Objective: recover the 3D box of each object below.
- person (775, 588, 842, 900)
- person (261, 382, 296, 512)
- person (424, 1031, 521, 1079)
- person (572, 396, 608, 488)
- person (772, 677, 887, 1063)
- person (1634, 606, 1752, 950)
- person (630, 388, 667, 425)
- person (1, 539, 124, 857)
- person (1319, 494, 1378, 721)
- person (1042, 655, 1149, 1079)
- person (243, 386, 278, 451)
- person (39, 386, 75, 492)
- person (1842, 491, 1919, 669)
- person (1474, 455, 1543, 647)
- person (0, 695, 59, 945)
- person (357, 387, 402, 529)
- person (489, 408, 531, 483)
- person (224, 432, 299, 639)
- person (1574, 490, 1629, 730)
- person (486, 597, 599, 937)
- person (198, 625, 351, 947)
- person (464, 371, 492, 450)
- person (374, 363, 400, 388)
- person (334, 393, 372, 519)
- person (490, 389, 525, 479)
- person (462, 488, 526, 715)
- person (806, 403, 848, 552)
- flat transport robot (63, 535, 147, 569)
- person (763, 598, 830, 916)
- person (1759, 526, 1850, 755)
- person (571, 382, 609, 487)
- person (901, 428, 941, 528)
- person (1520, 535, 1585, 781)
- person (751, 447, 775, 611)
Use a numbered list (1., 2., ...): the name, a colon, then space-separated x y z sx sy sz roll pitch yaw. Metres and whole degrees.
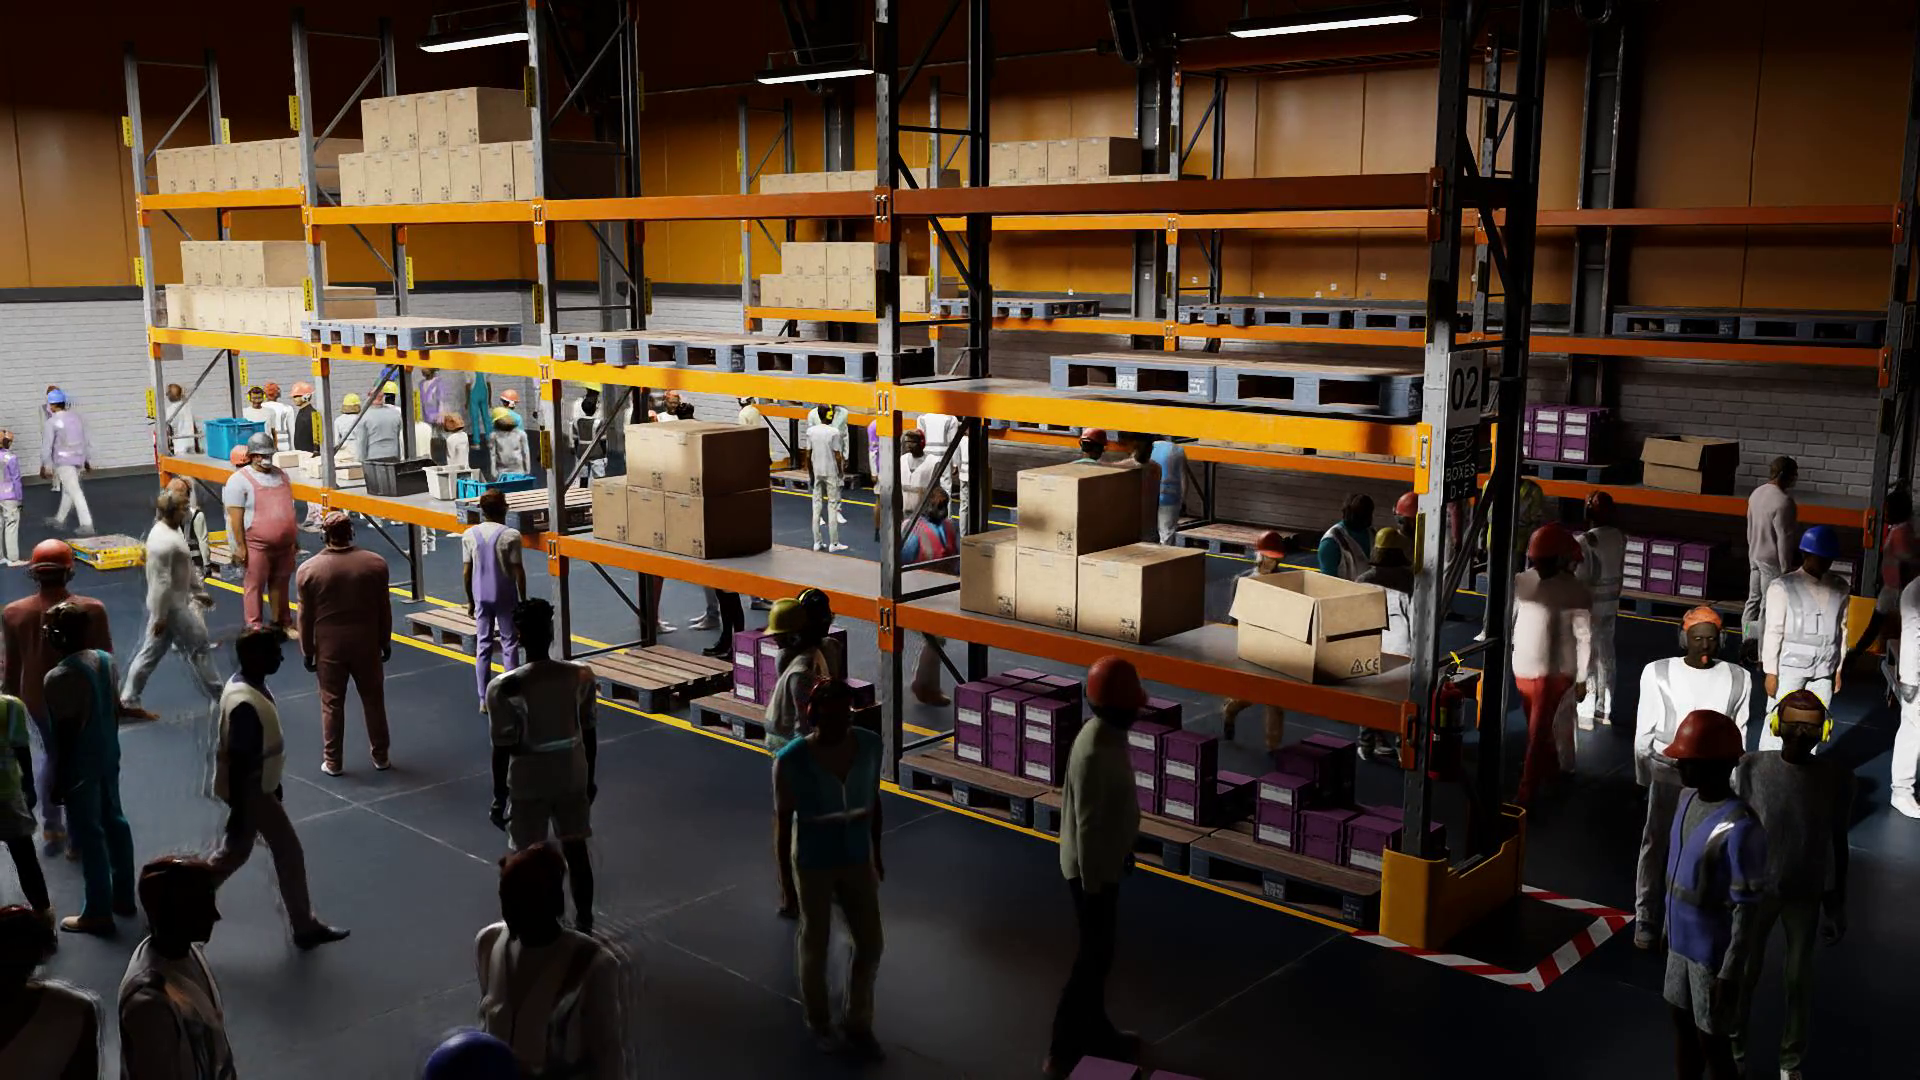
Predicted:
1. person: -0.821 1.188 9.458 0.328 1.872 0.515 8 13 37
2. person: -9.653 -1.282 23.423 0.572 1.877 0.346 -3 10 -15
3. person: -1.143 2.110 4.062 0.633 1.929 0.611 8 13 37
4. person: -5.134 -1.146 23.145 0.535 1.697 0.318 3 11 18
5. person: -0.559 1.527 7.648 0.595 1.824 0.635 -6 12 -30
6. person: 3.907 1.278 8.913 0.576 1.882 0.362 1 10 8
7. person: -4.056 -1.168 22.296 0.696 2.000 0.791 -3 11 -18
8. person: -5.576 0.977 10.375 0.616 1.974 0.553 -1 10 -5
9. person: 3.130 0.534 13.292 0.617 1.831 0.431 -7 12 -35
10. person: 0.651 1.464 7.586 0.409 1.988 0.719 2 10 10
11. person: -9.690 -1.205 23.009 0.507 1.865 0.329 -5 11 -28
12. person: -13.884 -1.559 25.647 0.513 1.638 0.307 -9 13 -41
13. person: 8.184 0.376 14.652 0.878 1.635 0.560 6 12 31
14. person: 5.193 0.042 15.774 0.587 1.927 0.367 8 13 37
15. person: -5.247 1.390 8.947 0.539 1.637 0.759 -10 14 -44
16. person: -7.773 -1.102 22.303 0.402 1.906 0.649 10 14 44
17. person: -5.776 -0.850 21.498 0.577 1.702 0.347 -1 10 -6
18. person: -6.545 -0.016 15.779 0.538 2.000 0.690 5 11 28
19. person: 4.971 0.547 13.047 0.575 1.882 0.361 -6 12 -31
20. person: -2.179 1.270 8.730 0.608 1.962 0.374 -7 12 -36
21. person: -3.834 1.338 8.834 0.925 1.806 0.574 -4 11 -22
22. person: -8.958 -2.596 30.923 0.517 1.843 0.326 -8 13 -40
23. person: -9.300 -2.019 27.394 0.636 1.939 0.365 -7 12 -33
24. person: -8.422 -1.166 23.126 0.494 1.743 0.307 2 10 12
25. person: -6.438 -1.284 23.805 0.576 1.737 0.354 5 11 28
26. person: -3.737 0.501 13.415 0.508 1.842 0.332 2 10 8
27. person: -1.658 -0.783 20.624 0.520 1.865 0.327 5 11 27
28. flat transport robot: -10.212 0.128 19.968 0.652 0.197 1.431 -10 14 -43
29. person: -0.904 1.218 9.426 0.404 1.820 0.591 0 10 0
30. person: 5.660 0.855 11.153 0.610 1.939 0.417 -2 10 -12
31. person: -5.303 -1.418 24.156 0.942 1.875 0.607 4 11 21
32. person: -0.431 -0.298 17.968 0.560 1.837 0.388 7 12 35
33. person: 4.241 0.831 11.791 0.319 1.755 0.565 0 10 -2
34. person: -2.068 -0.156 17.340 0.300 1.772 0.532 0 10 -2
